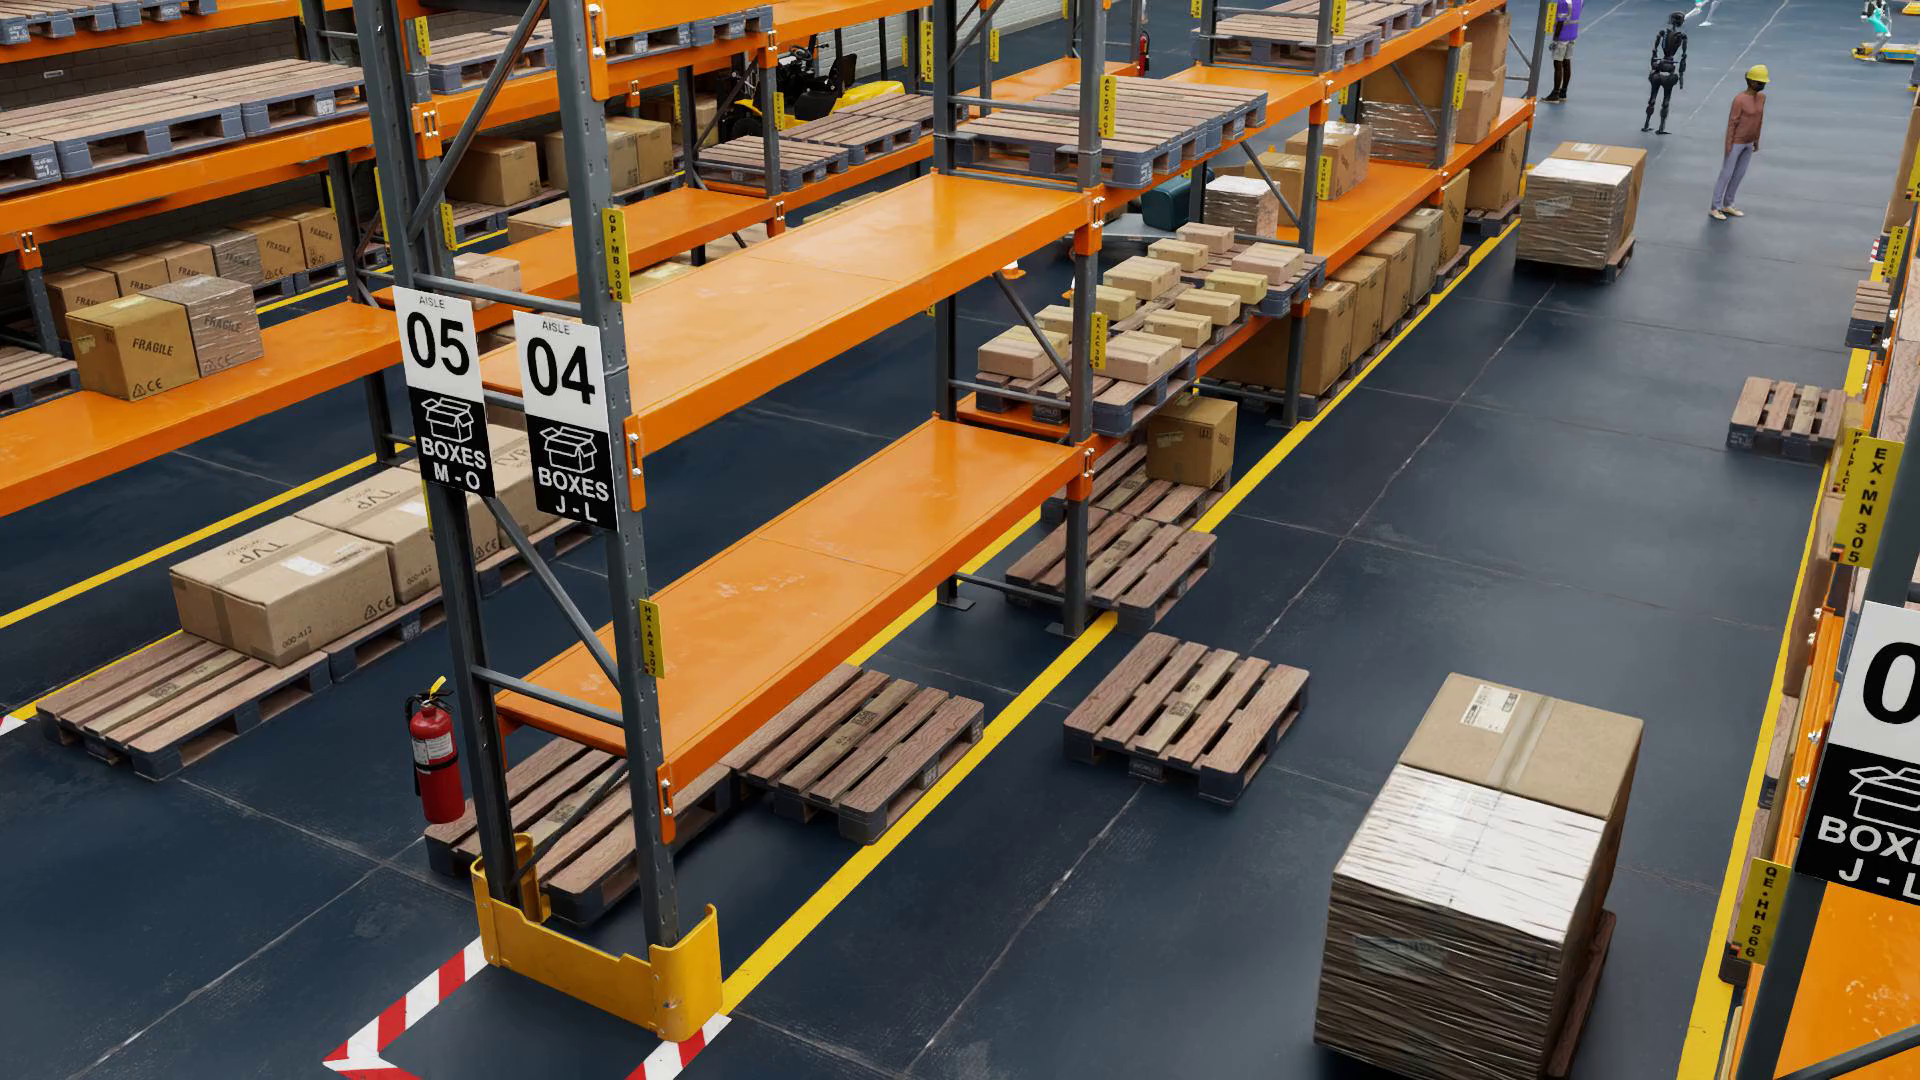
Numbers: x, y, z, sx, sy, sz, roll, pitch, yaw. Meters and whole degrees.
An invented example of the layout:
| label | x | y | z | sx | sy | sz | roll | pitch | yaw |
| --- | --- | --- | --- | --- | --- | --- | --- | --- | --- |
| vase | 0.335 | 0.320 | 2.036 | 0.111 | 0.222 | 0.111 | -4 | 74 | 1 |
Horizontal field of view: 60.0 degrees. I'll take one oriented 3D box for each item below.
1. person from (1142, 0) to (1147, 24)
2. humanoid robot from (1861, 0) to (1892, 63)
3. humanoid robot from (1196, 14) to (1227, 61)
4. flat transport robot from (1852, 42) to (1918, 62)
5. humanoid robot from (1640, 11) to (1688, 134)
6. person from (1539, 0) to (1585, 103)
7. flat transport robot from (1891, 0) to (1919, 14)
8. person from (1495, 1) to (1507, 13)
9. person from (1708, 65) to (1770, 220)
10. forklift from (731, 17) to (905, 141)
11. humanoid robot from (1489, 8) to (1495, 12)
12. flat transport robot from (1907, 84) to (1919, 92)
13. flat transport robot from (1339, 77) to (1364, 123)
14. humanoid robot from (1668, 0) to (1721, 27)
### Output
| label | x | y | z | sx | sy | sz | roll | pitch | yaw |
| --- | --- | --- | --- | --- | --- | --- | --- | --- | --- |
| person | 3.592 | -11.133 | 32.639 | 0.640 | 1.867 | 0.940 | 12 | 28 | 24 |
| humanoid robot | 15.680 | -8.932 | 28.297 | 0.535 | 1.836 | 0.789 | -15 | 30 | -29 |
| humanoid robot | 3.515 | -6.471 | 23.171 | 0.609 | 1.645 | 0.365 | 15 | 29 | 28 |
| flat transport robot | 16.348 | -8.471 | 28.943 | 1.431 | 0.231 | 0.659 | 10 | 27 | 20 |
| humanoid robot | 9.908 | -6.572 | 23.369 | 0.321 | 1.656 | 0.609 | -13 | 28 | -25 |
| person | 9.182 | -7.659 | 25.307 | 0.604 | 1.962 | 0.374 | -21 | 33 | -37 |
| flat transport robot | 19.788 | -10.939 | 34.071 | 0.659 | 0.231 | 1.431 | 17 | 31 | 32 |
| person | 7.613 | -6.837 | 23.713 | 0.788 | 1.860 | 0.686 | -3 | 26 | -7 |
| person | 9.006 | -4.572 | 19.129 | 0.521 | 1.757 | 0.340 | -15 | 29 | -28 |
| forklift | -1.819 | -5.975 | 21.543 | 2.313 | 2.155 | 1.214 | 14 | 29 | 26 |
| humanoid robot | 8.782 | -8.557 | 27.481 | 0.328 | 1.650 | 0.587 | 14 | 29 | 26 |
| flat transport robot | 15.635 | -6.985 | 25.857 | 0.659 | 0.231 | 1.431 | -11 | 28 | -22 |
| flat transport robot | 6.185 | -5.975 | 23.758 | 0.659 | 0.231 | 1.431 | -17 | 31 | -31 |
| humanoid robot | 14.166 | -10.585 | 31.681 | 1.038 | 1.753 | 0.549 | -2 | 26 | -3 |
